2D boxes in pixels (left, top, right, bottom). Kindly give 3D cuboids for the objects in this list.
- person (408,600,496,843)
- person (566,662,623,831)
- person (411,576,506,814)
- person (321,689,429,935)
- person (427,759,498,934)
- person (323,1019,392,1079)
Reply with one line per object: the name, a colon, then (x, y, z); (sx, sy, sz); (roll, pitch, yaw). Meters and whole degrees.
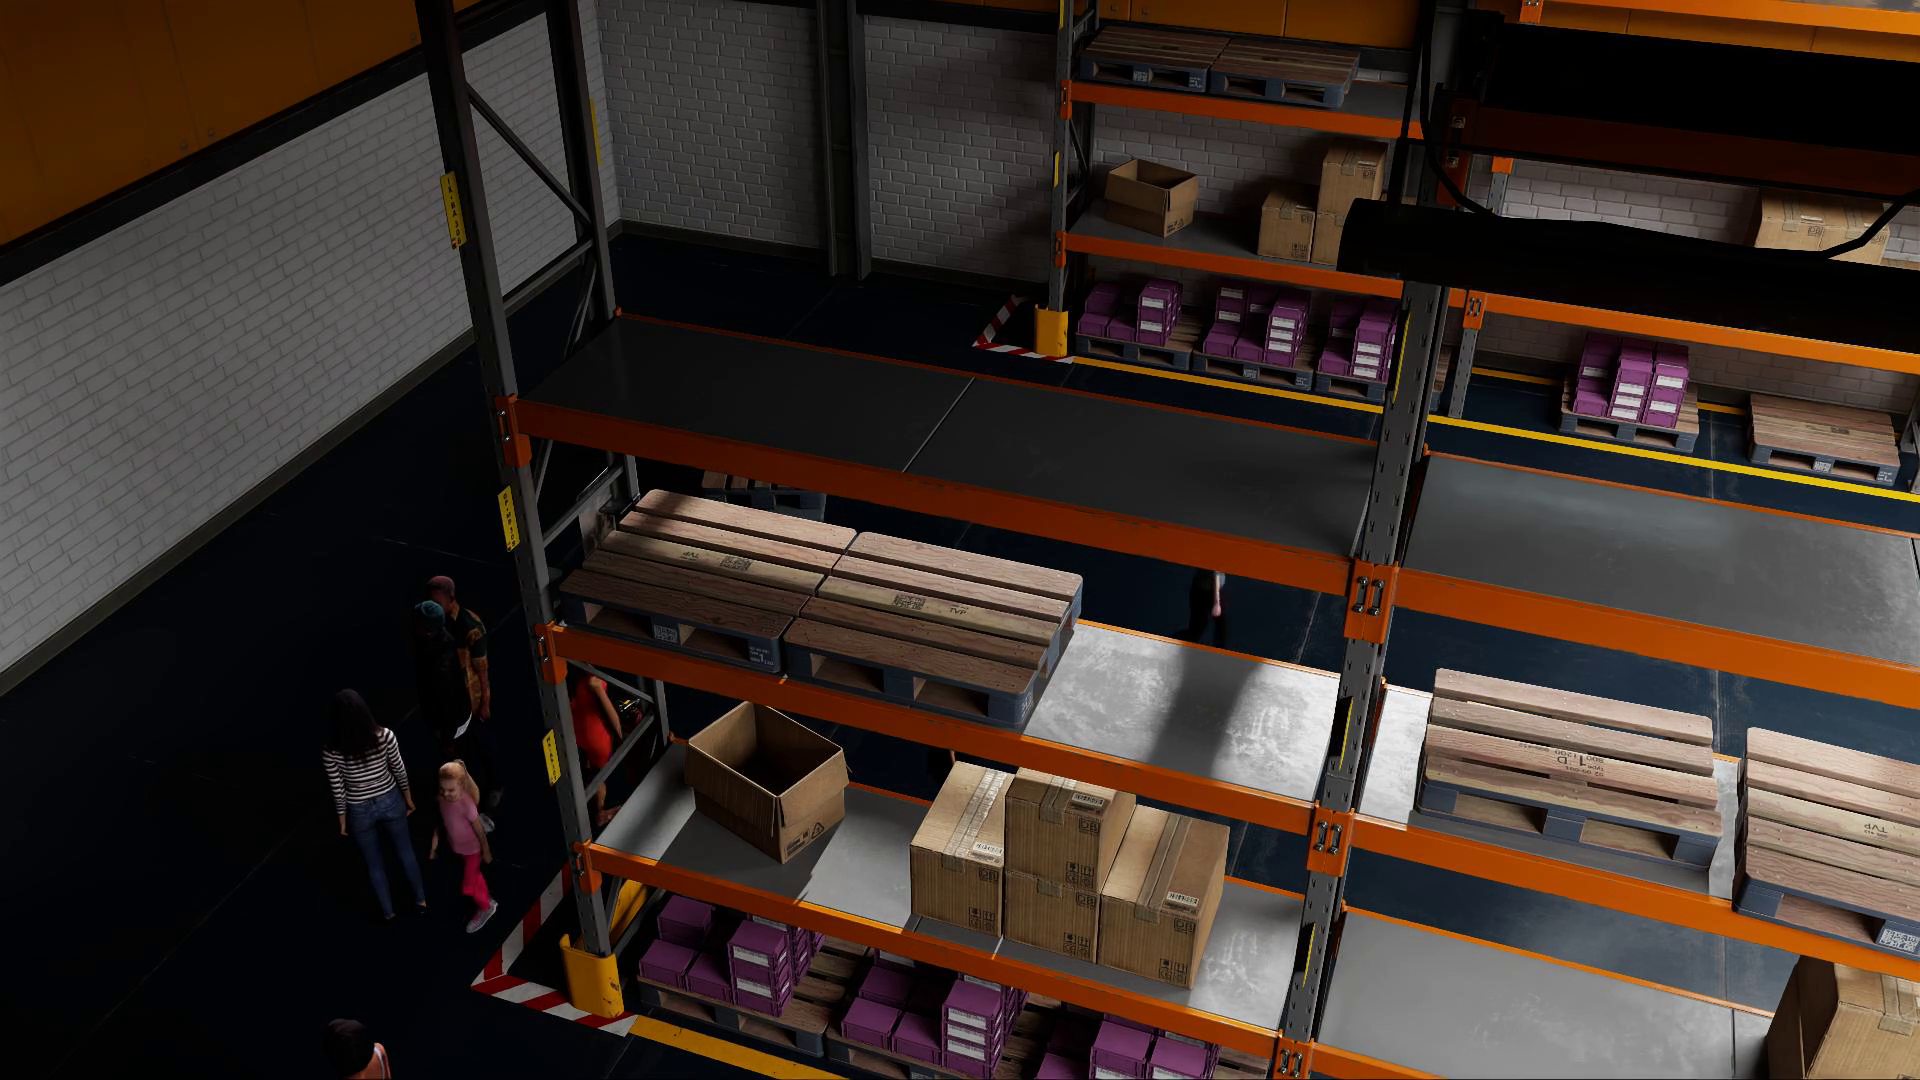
person: (-3.294, 1.139, 10.721); (0.808, 1.818, 0.759); (-13, 36, -19)
person: (-2.429, 1.263, 10.635); (0.703, 1.707, 0.766); (26, 41, 33)
person: (-3.292, 0.991, 10.953); (0.598, 1.808, 0.759); (9, 35, 14)
person: (-3.516, 1.638, 9.991); (0.673, 1.794, 0.714); (-18, 37, -25)
person: (-2.979, 1.824, 10.185); (0.578, 1.270, 0.635); (26, 41, 33)
person: (-2.860, 2.934, 8.131); (0.528, 1.696, 0.583); (14, 36, 19)
